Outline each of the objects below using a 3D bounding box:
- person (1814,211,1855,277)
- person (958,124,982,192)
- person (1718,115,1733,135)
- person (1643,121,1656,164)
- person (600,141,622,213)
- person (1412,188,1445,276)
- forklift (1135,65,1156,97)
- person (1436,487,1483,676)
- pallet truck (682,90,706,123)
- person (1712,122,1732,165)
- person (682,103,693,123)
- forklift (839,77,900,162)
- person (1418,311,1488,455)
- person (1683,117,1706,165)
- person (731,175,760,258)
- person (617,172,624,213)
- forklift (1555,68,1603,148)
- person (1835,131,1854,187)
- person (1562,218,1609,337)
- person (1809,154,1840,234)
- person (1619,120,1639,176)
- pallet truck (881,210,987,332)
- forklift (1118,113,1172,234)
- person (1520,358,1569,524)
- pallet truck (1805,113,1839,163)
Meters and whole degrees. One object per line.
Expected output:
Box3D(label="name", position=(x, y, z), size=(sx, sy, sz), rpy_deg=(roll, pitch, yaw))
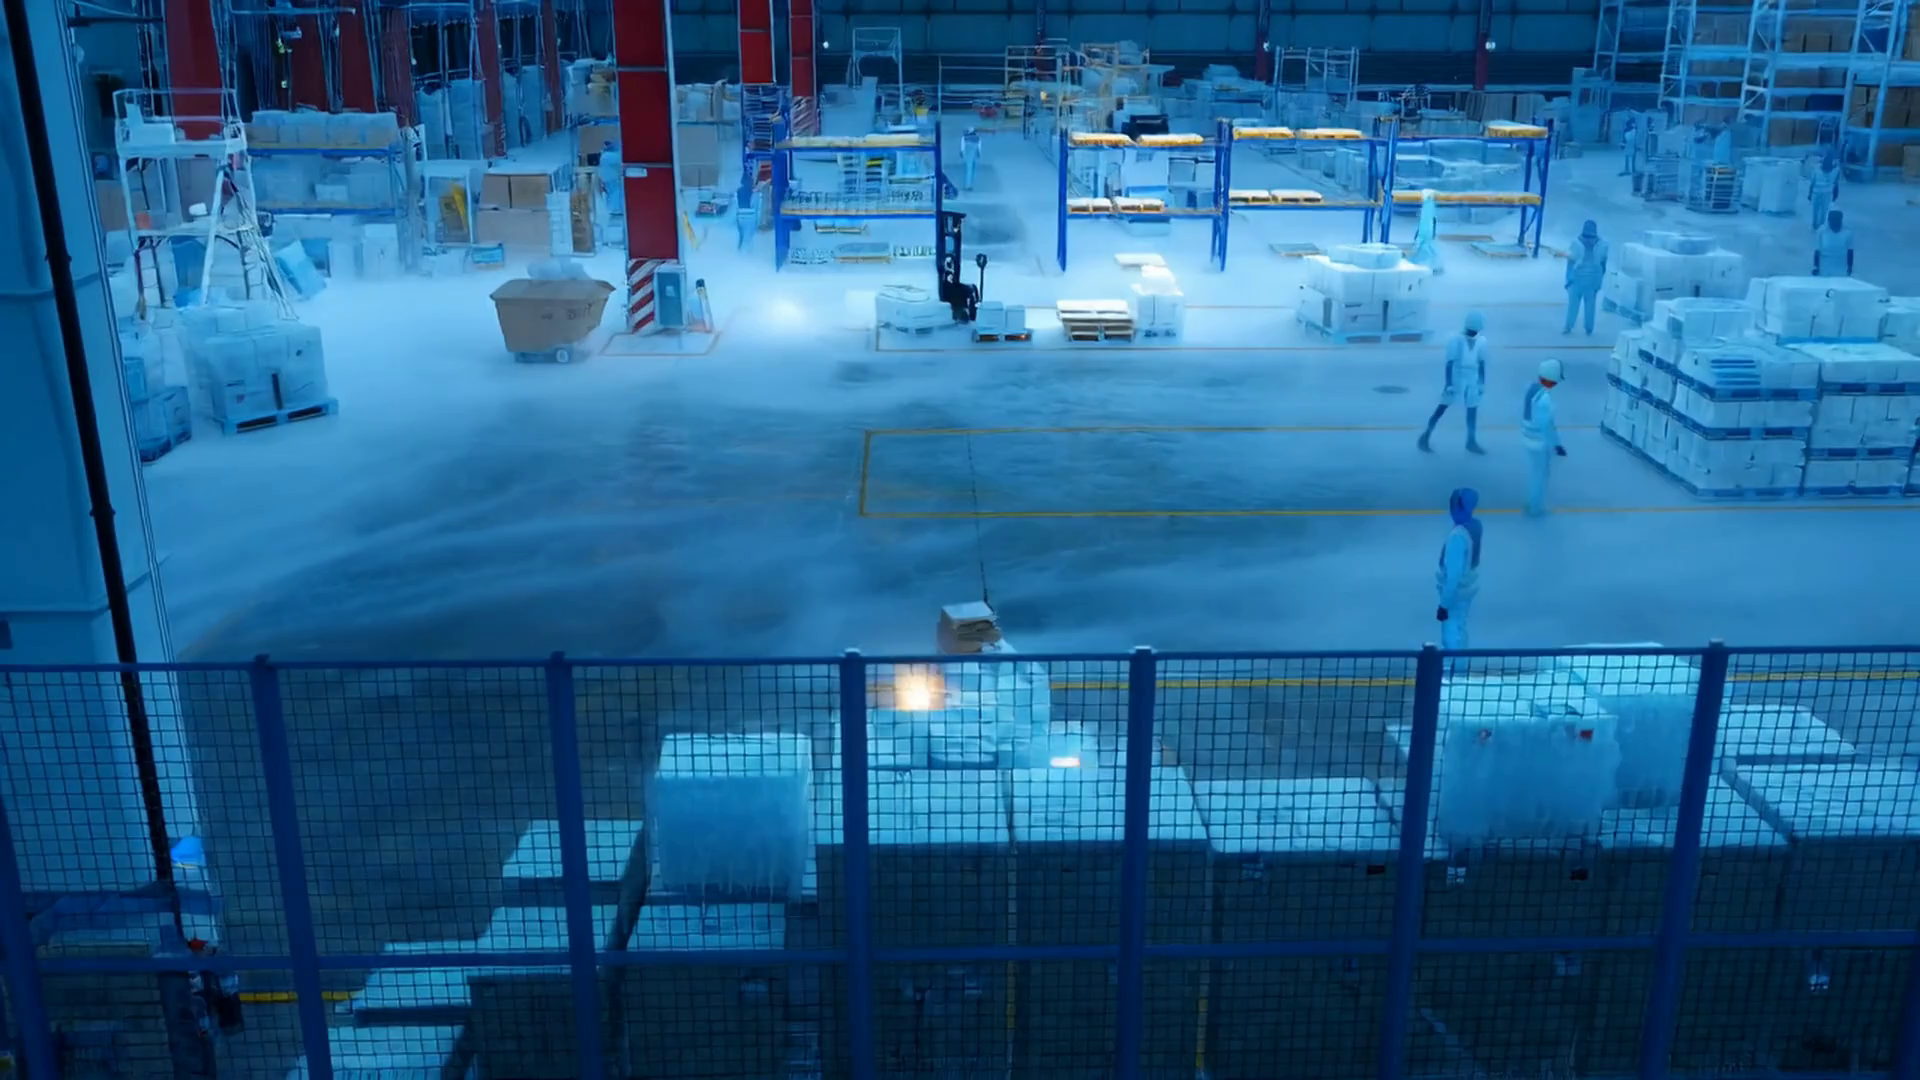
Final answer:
Box3D(label="person", position=(15.715, -4.935, 29.948), size=(0.631, 1.948, 0.462), rpy_deg=(11, 22, 30))
Box3D(label="person", position=(0.301, -11.009, 48.009), size=(0.661, 1.917, 0.701), rpy_deg=(-2, 19, -7))
Box3D(label="person", position=(23.528, -12.130, 51.333), size=(0.385, 1.930, 0.540), rpy_deg=(10, 21, 27))
Box3D(label="person", position=(20.320, -11.376, 49.105), size=(0.393, 1.927, 0.645), rpy_deg=(3, 19, 9))
Box3D(label="person", position=(-9.178, -9.528, 43.686), size=(0.600, 1.885, 1.002), rpy_deg=(-12, 22, -33))
Box3D(label="person", position=(9.630, -6.343, 34.340), size=(1.010, 1.820, 0.530), rpy_deg=(0, 19, 0))
Box3D(label="forklift", position=(6.946, -16.489, 62.786), size=(1.873, 2.768, 1.129), rpy_deg=(15, 24, 37))
Box3D(label="person", position=(4.181, 0.458, 14.049), size=(0.355, 1.884, 0.575), rpy_deg=(11, 21, 29))
Box3D(label="pallet truck", position=(-9.671, -15.907, 62.421), size=(0.823, 1.965, 1.885), rpy_deg=(5, 19, 15))
Box3D(label="person", position=(22.050, -11.145, 48.336), size=(0.621, 1.979, 0.583), rpy_deg=(-13, 22, -33))
Box3D(label="person", position=(-9.750, -14.925, 60.020), size=(0.533, 1.664, 0.771), rpy_deg=(15, 24, 37))
Box3D(label="forklift", position=(-2.996, -13.906, 55.124), size=(1.873, 2.768, 1.129), rpy_deg=(4, 19, 11))
Box3D(label="person", position=(6.434, -2.033, 21.442), size=(0.767, 1.894, 0.566), rpy_deg=(-3, 19, -9))
Box3D(label="person", position=(24.181, -13.096, 54.685), size=(0.516, 1.604, 0.805), rpy_deg=(-1, 19, -4))
Box3D(label="person", position=(-4.705, -7.076, 36.495), size=(0.631, 1.818, 0.674), rpy_deg=(2, 19, 5))
Box3D(label="person", position=(-8.203, -8.727, 41.278), size=(0.532, 1.900, 0.604), rpy_deg=(15, 24, 38))
Box3D(label="forklift", position=(22.749, -15.805, 60.757), size=(1.129, 2.768, 1.873), rpy_deg=(-5, 19, -14))
Box3D(label="person", position=(26.122, -11.268, 49.192), size=(0.861, 1.647, 0.550), rpy_deg=(10, 21, 27))
Box3D(label="person", position=(10.691, -4.500, 28.515), size=(0.689, 2.000, 0.539), rpy_deg=(2, 19, 5))
Box3D(label="person", position=(20.874, -8.378, 40.236), size=(0.616, 1.902, 0.454), rpy_deg=(8, 20, 23))
Box3D(label="person", position=(21.006, -12.301, 52.191), size=(0.532, 1.695, 0.319), rpy_deg=(-11, 21, -28))
Box3D(label="pallet truck", position=(-0.493, -4.759, 29.349), size=(1.885, 1.965, 0.823), rpy_deg=(-13, 23, -34))
Box3D(label="forklift", position=(4.524, -8.902, 40.278), size=(1.129, 2.768, 1.873), rpy_deg=(-1, 19, -1))
Box3D(label="person", position=(6.558, -1.106, 18.637), size=(0.511, 1.915, 0.648), rpy_deg=(3, 19, 8))
Box3D(label="pallet truck", position=(26.403, -11.957, 50.702), size=(0.823, 1.965, 1.885), rpy_deg=(6, 19, 16))
